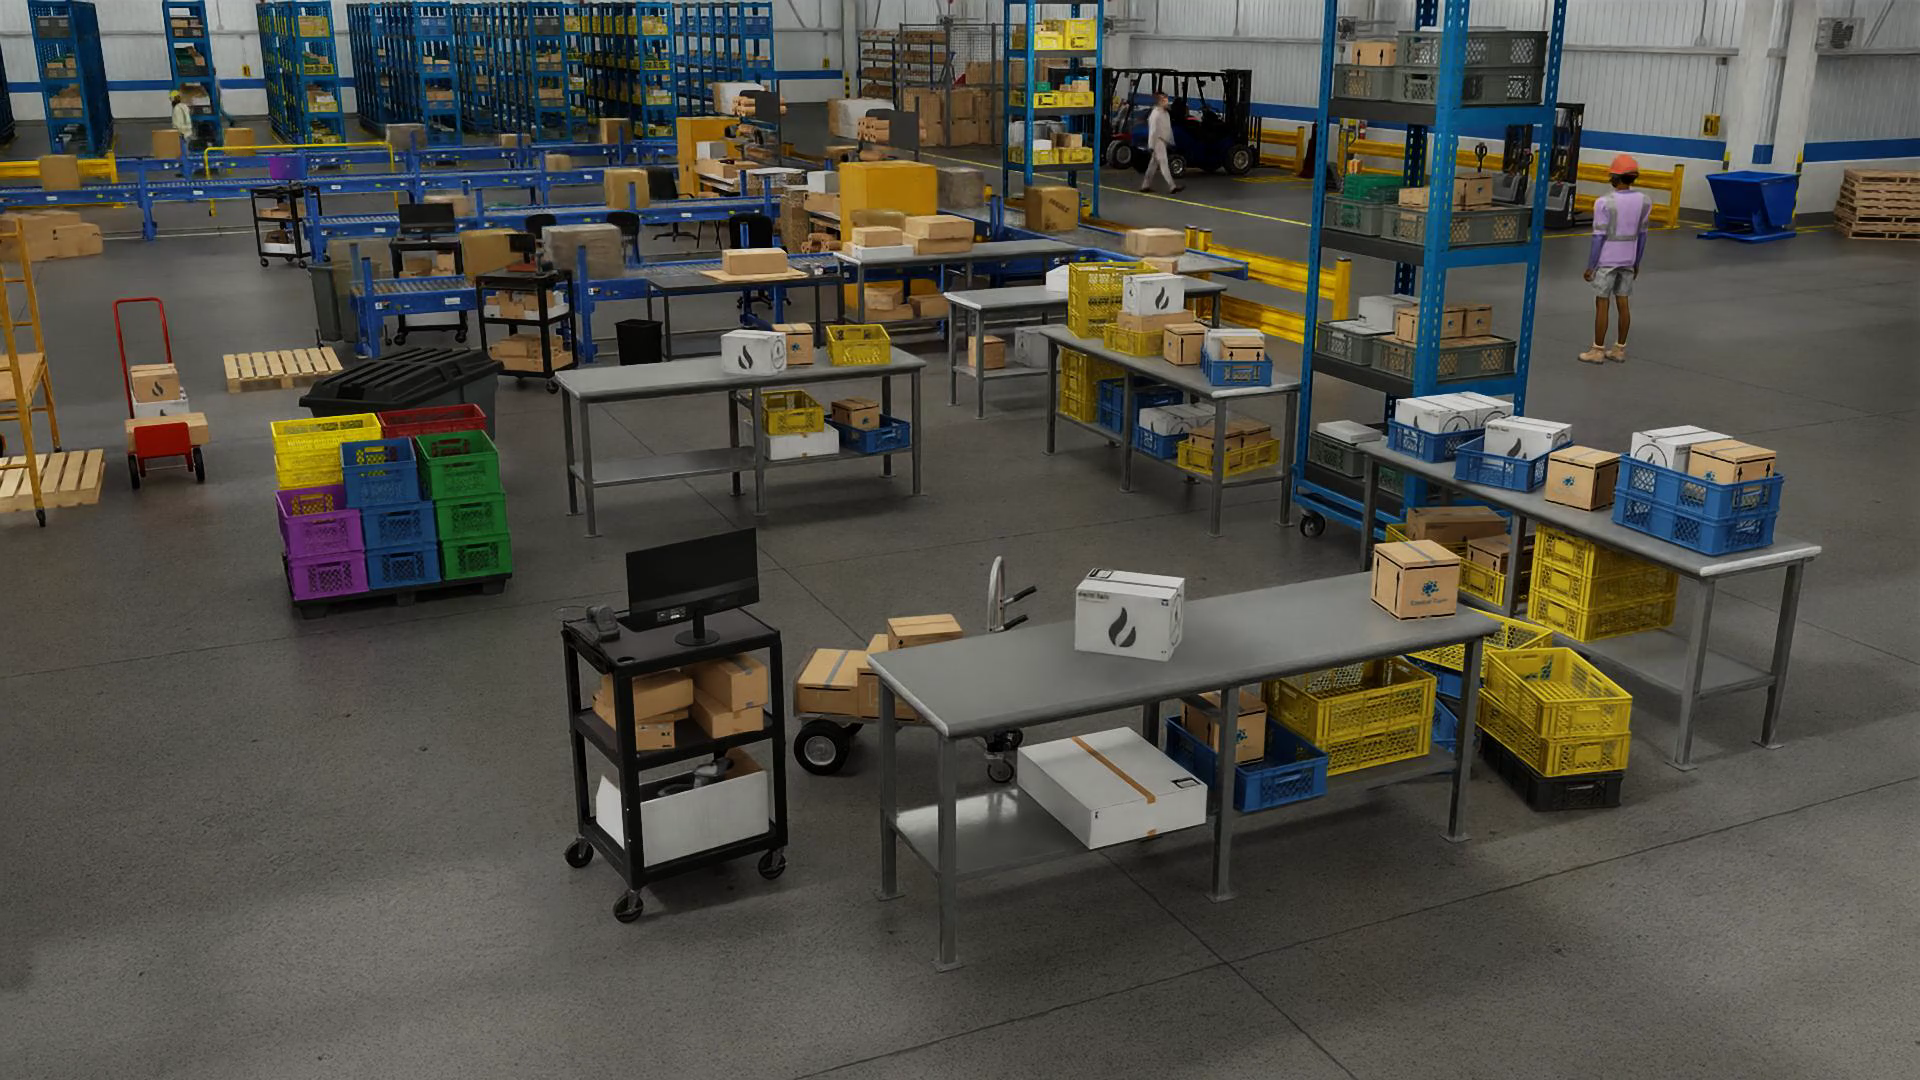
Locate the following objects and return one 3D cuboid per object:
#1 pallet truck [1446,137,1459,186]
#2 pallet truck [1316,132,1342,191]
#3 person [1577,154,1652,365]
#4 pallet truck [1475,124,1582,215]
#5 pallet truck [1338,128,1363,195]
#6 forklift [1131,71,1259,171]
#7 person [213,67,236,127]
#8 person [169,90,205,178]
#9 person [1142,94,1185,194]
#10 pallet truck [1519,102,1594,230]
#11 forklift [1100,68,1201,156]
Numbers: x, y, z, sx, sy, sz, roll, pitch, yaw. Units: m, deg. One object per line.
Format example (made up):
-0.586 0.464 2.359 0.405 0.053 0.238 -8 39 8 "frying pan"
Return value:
9.184 -6.485 29.328 1.630 1.274 0.653 -8 19 -23 "pallet truck"
7.723 -7.504 32.656 1.601 1.201 0.680 -8 19 -23 "pallet truck"
6.423 -2.745 16.336 0.608 2.048 0.365 -5 18 -15 "person"
9.707 -6.455 28.103 1.885 1.965 0.823 -7 19 -20 "pallet truck"
7.845 -7.140 31.411 1.522 1.261 0.704 -9 20 -25 "pallet truck"
4.998 -8.936 35.413 2.680 1.987 1.157 -9 20 -25 "forklift"
-22.319 -13.301 49.967 0.847 1.817 0.576 -12 21 -32 "person"
-16.319 -8.546 35.007 0.504 1.799 0.648 -1 18 -3 "person"
3.912 -7.563 31.810 0.976 1.854 0.662 9 20 26 "person"
9.972 -6.037 26.785 1.885 1.965 0.823 -9 20 -25 "pallet truck"
4.082 -9.564 37.410 2.680 1.987 1.157 -8 19 -23 "forklift"
